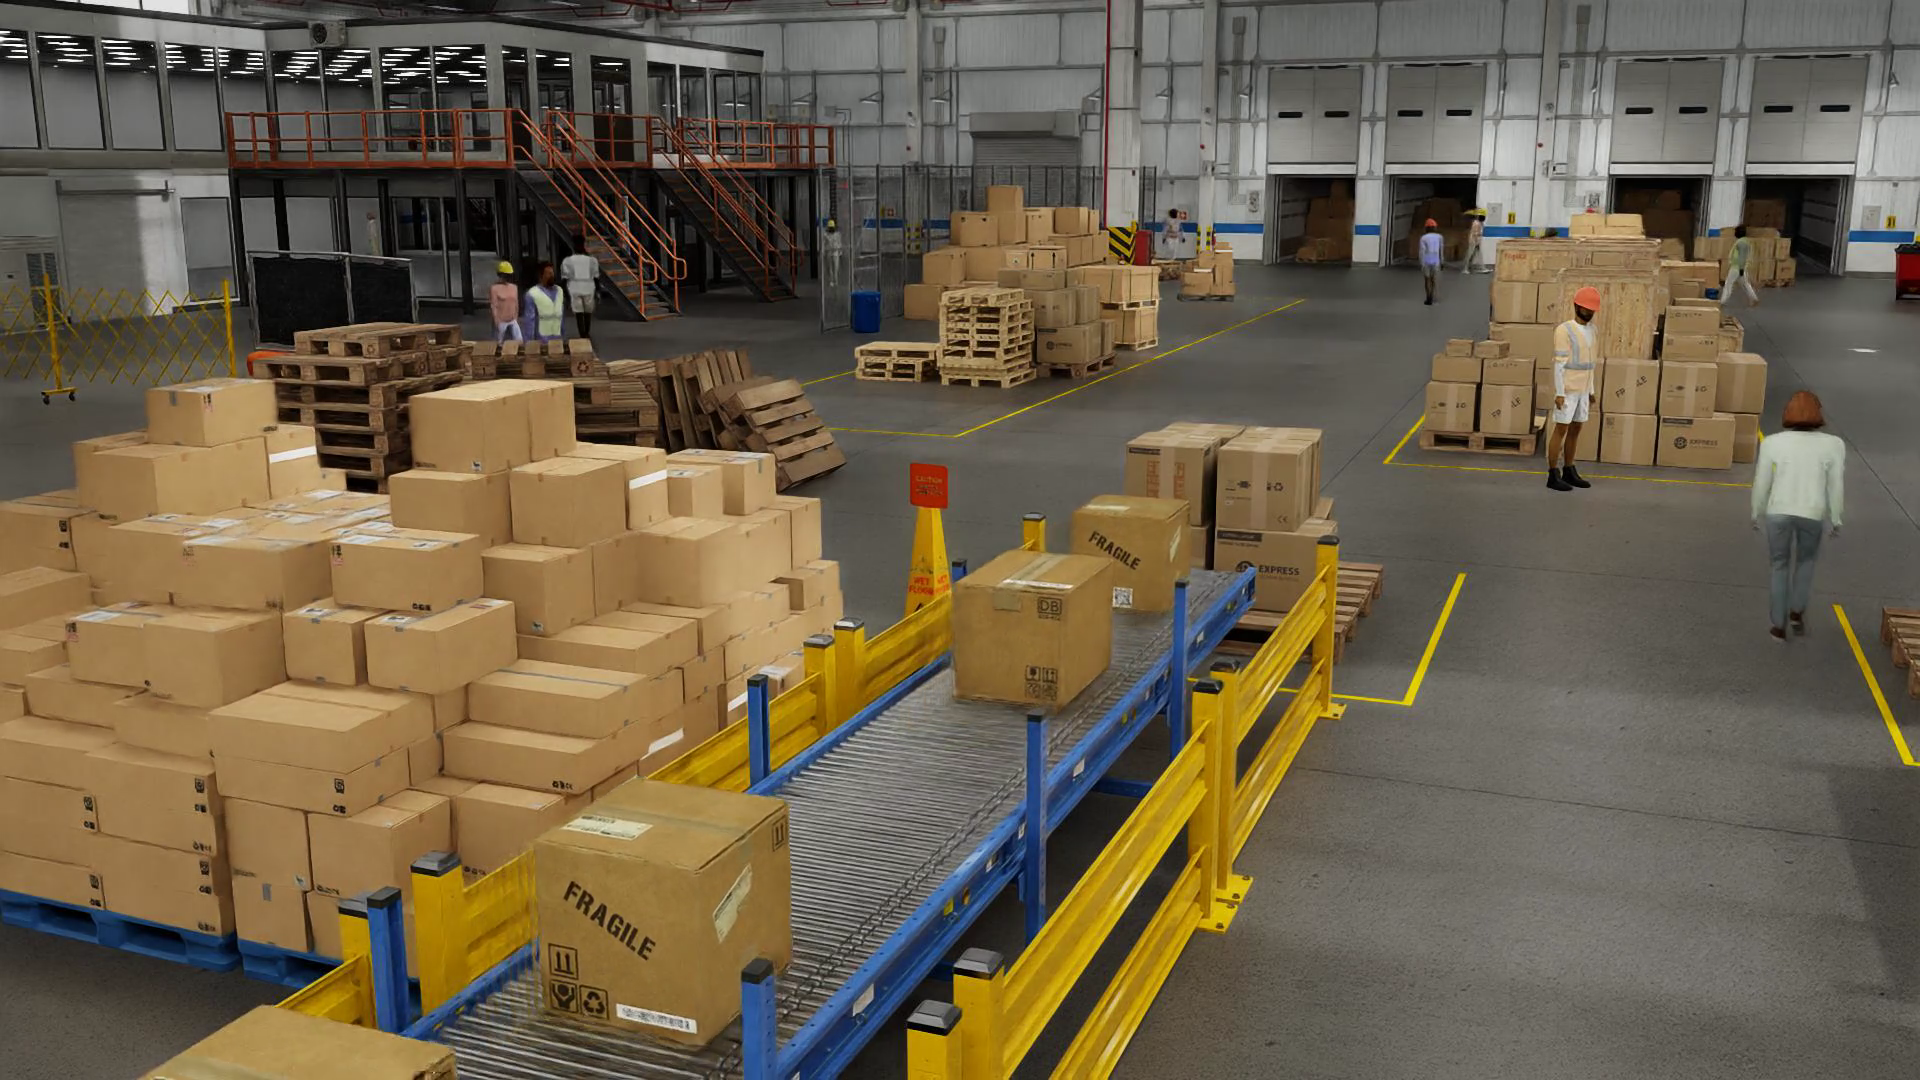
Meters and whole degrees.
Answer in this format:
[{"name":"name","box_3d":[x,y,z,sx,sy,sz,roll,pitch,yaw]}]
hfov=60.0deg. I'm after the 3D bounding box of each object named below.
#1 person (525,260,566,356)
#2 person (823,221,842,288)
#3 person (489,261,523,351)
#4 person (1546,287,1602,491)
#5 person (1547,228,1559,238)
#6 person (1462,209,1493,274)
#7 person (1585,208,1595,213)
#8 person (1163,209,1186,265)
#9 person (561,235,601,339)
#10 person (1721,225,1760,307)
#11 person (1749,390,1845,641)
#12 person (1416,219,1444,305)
[{"name":"person","box_3d":[-5.164,-2.519,20.674,0.508,1.908,0.601,7,14,29]},{"name":"person","box_3d":[-3.314,-7.415,43.111,0.499,1.701,0.882,-1,13,-3]},{"name":"person","box_3d":[-6.398,-3.074,23.599,0.903,1.724,0.535,10,16,37]},{"name":"person","box_3d":[5.844,-1.429,15.754,0.542,1.927,0.374,-8,15,-33]},{"name":"person","box_3d":[11.503,-5.136,32.490,1.069,1.872,0.638,2,13,10]},{"name":"person","box_3d":[15.044,-8.650,48.277,0.946,1.859,0.586,11,17,40]},{"name":"person","box_3d":[17.576,-8.293,46.461,0.836,1.967,0.619,-7,14,-28]},{"name":"person","box_3d":[6.633,-9.367,51.618,0.685,1.809,0.599,-7,14,-29]},{"name":"person","box_3d":[-6.416,-4.176,28.109,0.625,1.911,0.995,-5,14,-22]},{"name":"person","box_3d":[17.221,-6.035,36.682,0.937,1.807,0.629,6,14,27]},{"name":"person","box_3d":[5.386,-0.157,10.738,0.530,1.612,0.424,5,13,21]},{"name":"person","box_3d":[10.548,-6.254,37.413,0.588,1.913,0.657,-2,13,-9]}]
